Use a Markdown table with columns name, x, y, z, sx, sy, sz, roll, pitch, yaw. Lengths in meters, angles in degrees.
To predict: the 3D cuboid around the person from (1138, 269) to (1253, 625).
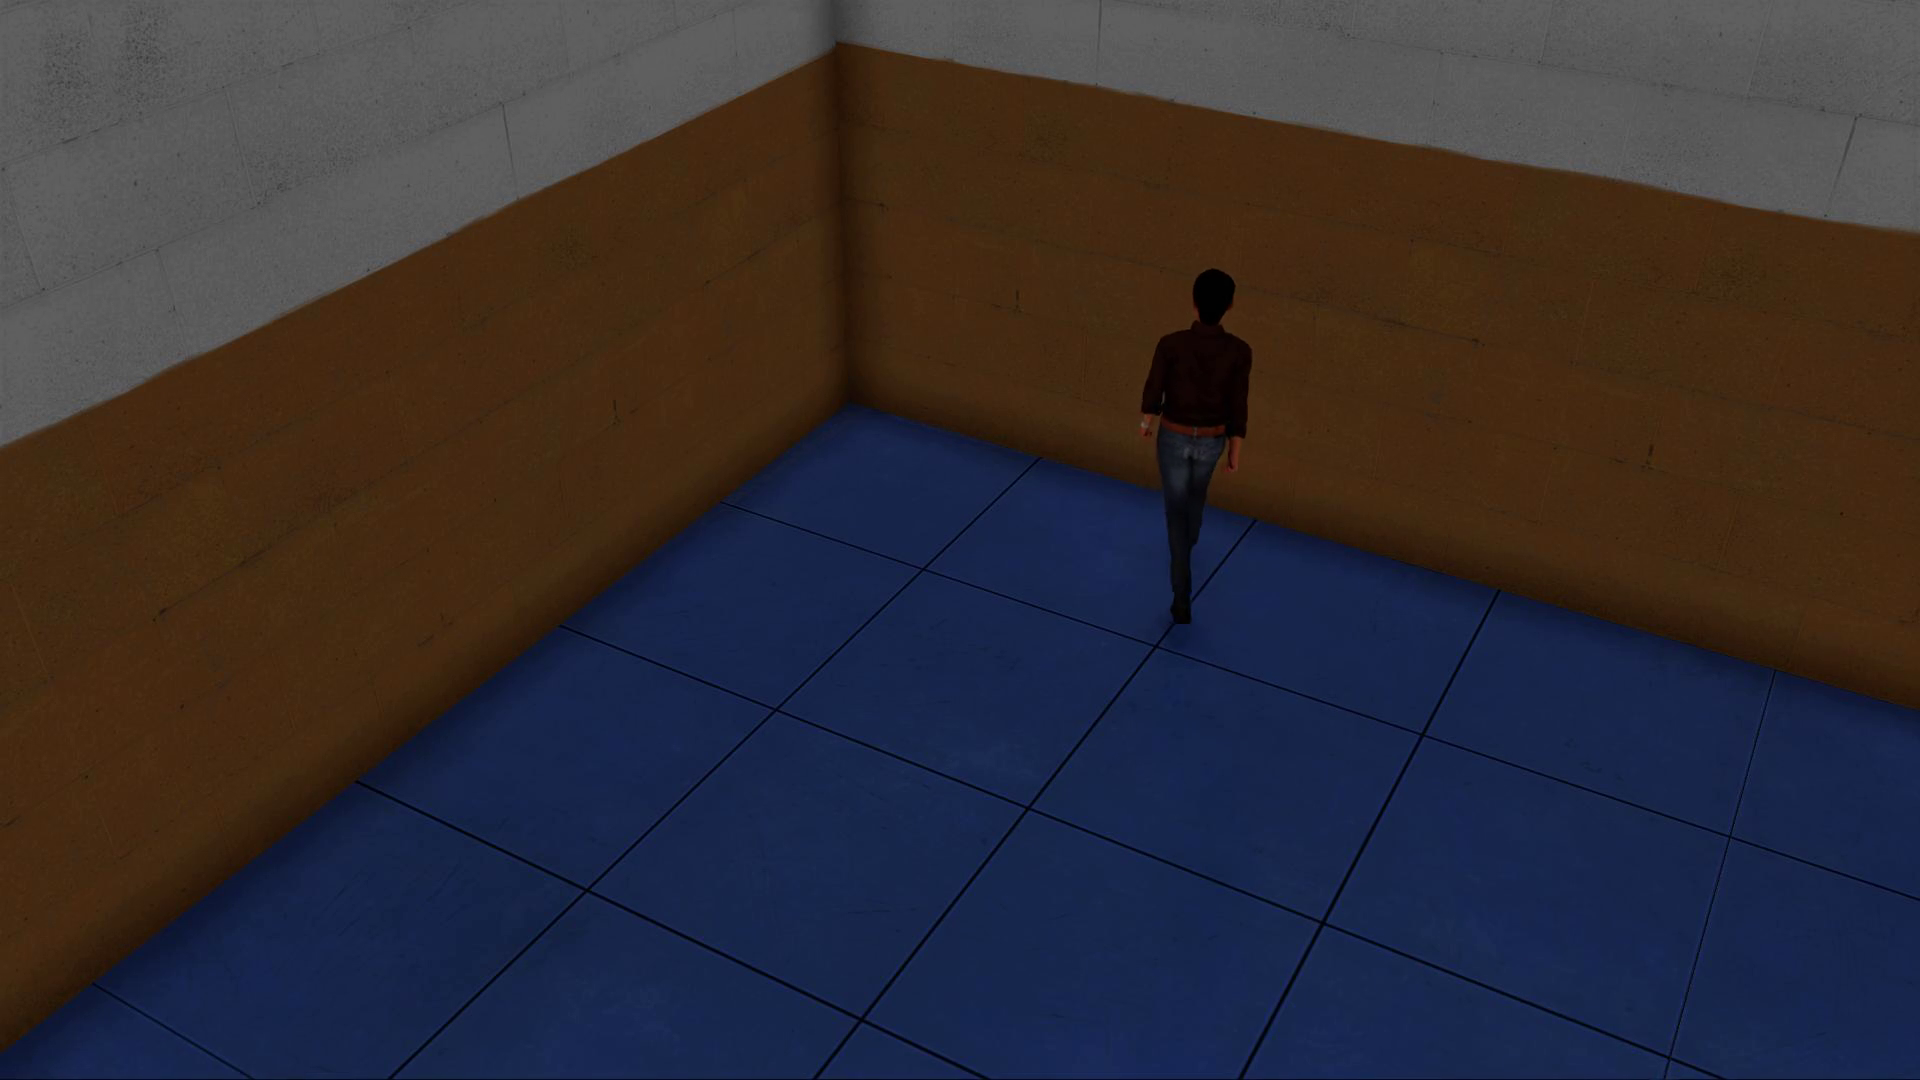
| name | x | y | z | sx | sy | sz | roll | pitch | yaw |
| --- | --- | --- | --- | --- | --- | --- | --- | --- | --- |
| person | 1.115 | -0.412 | 8.005 | 1.037 | 1.739 | 1.240 | -1 | 34 | -1 |
